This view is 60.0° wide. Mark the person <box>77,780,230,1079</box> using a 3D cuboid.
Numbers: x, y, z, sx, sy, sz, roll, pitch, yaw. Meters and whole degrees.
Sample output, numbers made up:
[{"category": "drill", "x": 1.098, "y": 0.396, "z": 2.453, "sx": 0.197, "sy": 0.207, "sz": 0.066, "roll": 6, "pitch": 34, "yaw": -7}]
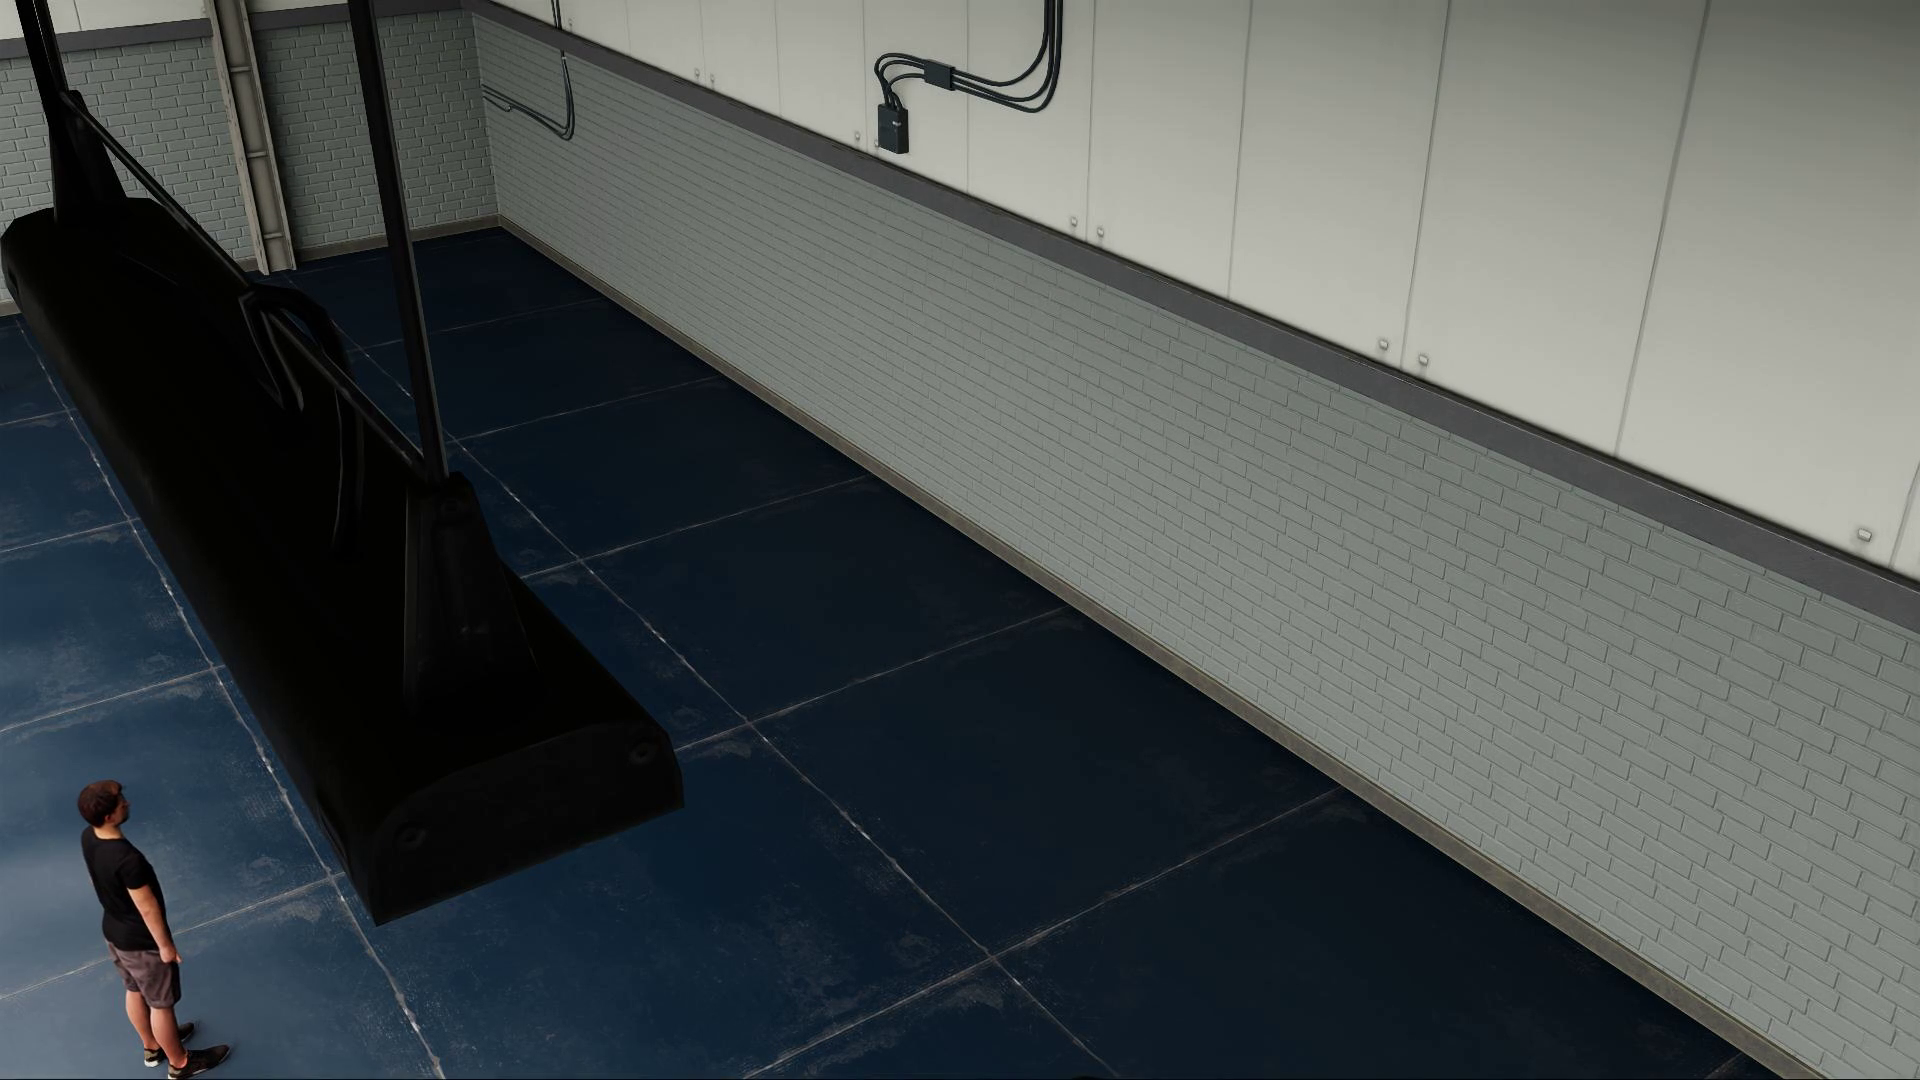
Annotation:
[{"category": "person", "x": -4.328, "y": 2.042, "z": 8.722, "sx": 0.736, "sy": 1.861, "sz": 0.697, "roll": 20, "pitch": 34, "yaw": 33}]
